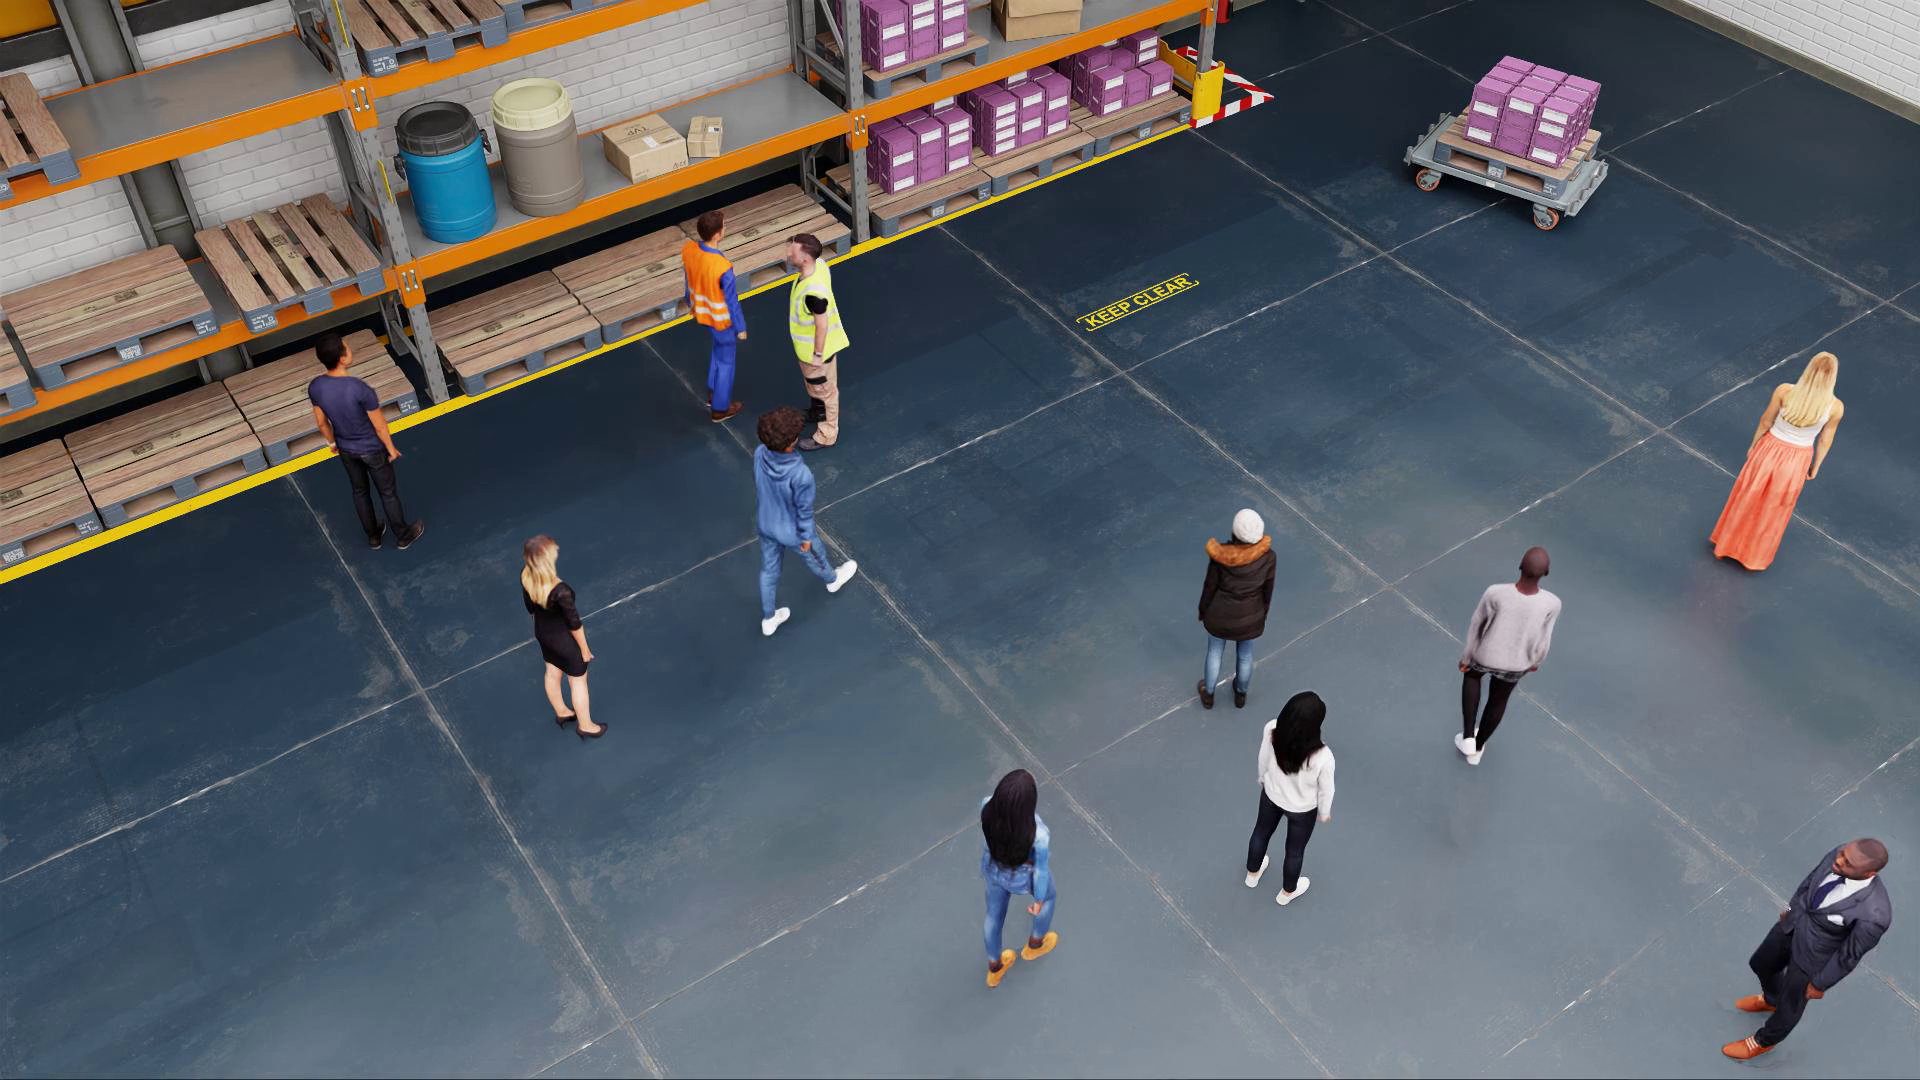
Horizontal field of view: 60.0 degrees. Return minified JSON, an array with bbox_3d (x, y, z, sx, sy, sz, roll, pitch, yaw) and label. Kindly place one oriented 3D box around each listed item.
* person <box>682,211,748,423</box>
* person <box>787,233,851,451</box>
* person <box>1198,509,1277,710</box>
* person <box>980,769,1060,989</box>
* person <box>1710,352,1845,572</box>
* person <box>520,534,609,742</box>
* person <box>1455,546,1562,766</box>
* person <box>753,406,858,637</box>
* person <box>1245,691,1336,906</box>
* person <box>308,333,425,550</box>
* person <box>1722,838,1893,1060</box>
[{"bbox_3d":[-1.890,-1.628,12.512,0.779,1.845,0.767,31,52,29],"label":"person"},{"bbox_3d":[-1.080,-1.493,12.370,0.889,1.846,0.844,-3,44,-4],"label":"person"},{"bbox_3d":[1.740,0.444,10.491,0.715,1.633,0.791,2,44,2],"label":"person"},{"bbox_3d":[0.237,1.873,8.943,0.760,1.699,0.832,22,48,22],"label":"person"},{"bbox_3d":[5.619,-0.530,11.391,0.692,1.801,0.680,27,50,25],"label":"person"},{"bbox_3d":[-2.479,0.611,10.285,0.614,1.675,0.582,26,49,25],"label":"person"},{"bbox_3d":[3.267,0.772,10.054,0.764,1.761,0.814,10,45,10],"label":"person"},{"bbox_3d":[-1.201,-0.075,10.932,0.940,1.777,1.174,24,49,23],"label":"person"},{"bbox_3d":[1.860,1.448,9.388,0.678,1.700,0.652,29,51,27],"label":"person"},{"bbox_3d":[-4.160,-0.648,11.525,0.700,1.788,0.772,5,44,5],"label":"person"},{"bbox_3d":[4.461,2.097,8.621,0.867,1.819,0.840,0,44,0],"label":"person"}]
